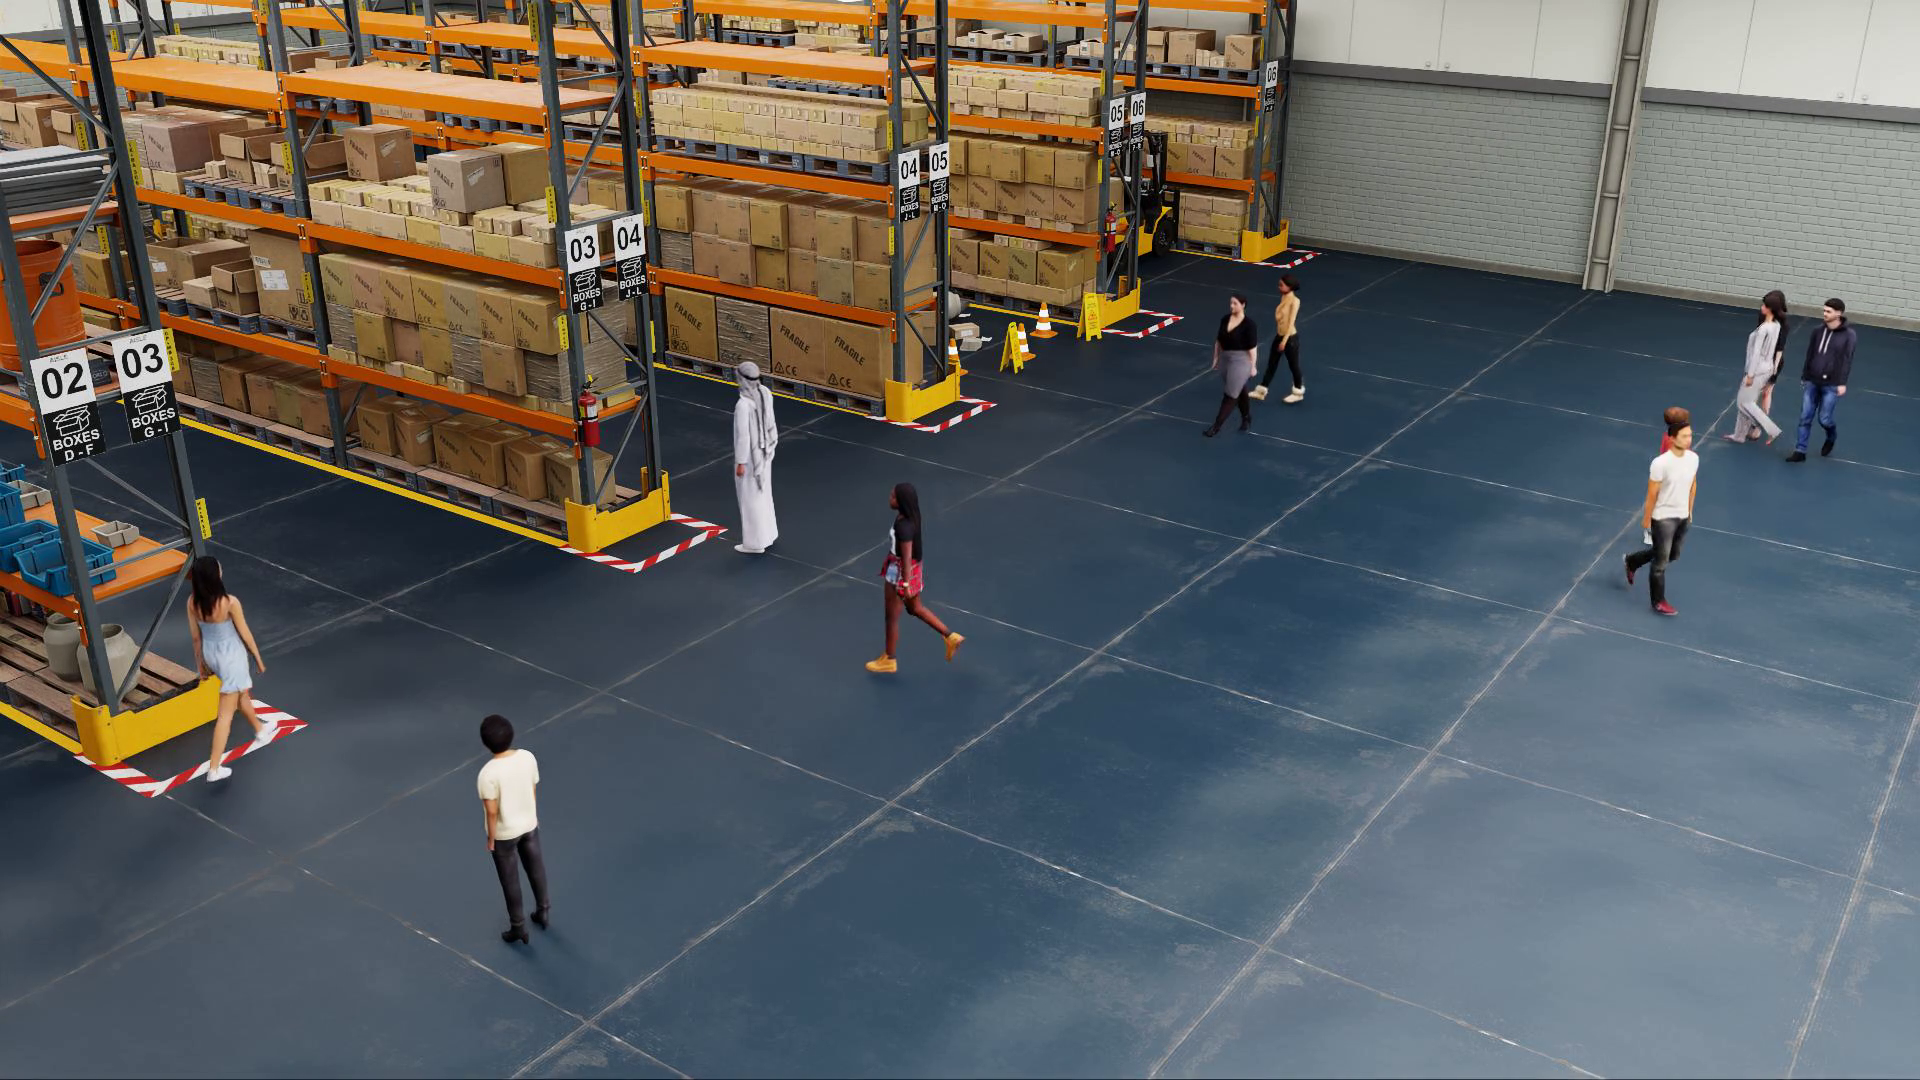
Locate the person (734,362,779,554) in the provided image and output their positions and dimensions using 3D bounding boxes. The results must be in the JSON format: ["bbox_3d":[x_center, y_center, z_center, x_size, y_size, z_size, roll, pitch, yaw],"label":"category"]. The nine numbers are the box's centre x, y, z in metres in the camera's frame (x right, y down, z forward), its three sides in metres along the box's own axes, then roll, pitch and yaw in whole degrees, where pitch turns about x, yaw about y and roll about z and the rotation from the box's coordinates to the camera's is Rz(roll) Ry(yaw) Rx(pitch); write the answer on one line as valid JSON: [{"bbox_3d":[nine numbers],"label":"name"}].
[{"bbox_3d":[-2.017,-0.815,16.232,0.708,1.927,0.743,9,25,20],"label":"person"}]

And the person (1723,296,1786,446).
[{"bbox_3d":[9.192,-1.893,18.985,0.711,1.756,0.930,-20,30,-39],"label":"person"}]

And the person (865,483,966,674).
[{"bbox_3d":[-0.376,0.325,13.830,1.148,1.708,0.950,1,23,2],"label":"person"}]

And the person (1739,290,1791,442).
[{"bbox_3d":[9.400,-2.027,19.255,0.801,1.790,0.723,-11,25,-23],"label":"person"}]

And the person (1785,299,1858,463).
[{"bbox_3d":[9.672,-1.764,18.534,0.994,1.870,1.004,-15,27,-31],"label":"person"}]

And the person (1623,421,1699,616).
[{"bbox_3d":[6.361,-0.246,15.067,0.940,1.791,1.098,-10,25,-22],"label":"person"}]

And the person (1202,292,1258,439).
[{"bbox_3d":[3.269,-2.020,19.342,0.965,1.708,1.142,-16,28,-33],"label":"person"}]

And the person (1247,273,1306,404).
[{"bbox_3d":[4.109,-2.467,20.492,1.024,1.632,1.033,-8,24,-18],"label":"person"}]

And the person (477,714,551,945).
[{"bbox_3d":[-2.816,1.816,10.477,0.483,1.588,0.602,17,28,34],"label":"person"}]

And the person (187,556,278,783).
[{"bbox_3d":[-5.488,0.976,12.334,1.188,1.682,1.018,3,23,7],"label":"person"}]

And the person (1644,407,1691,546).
[{"bbox_3d":[6.990,-0.648,16.490,0.555,1.416,0.563,7,24,16],"label":"person"}]
